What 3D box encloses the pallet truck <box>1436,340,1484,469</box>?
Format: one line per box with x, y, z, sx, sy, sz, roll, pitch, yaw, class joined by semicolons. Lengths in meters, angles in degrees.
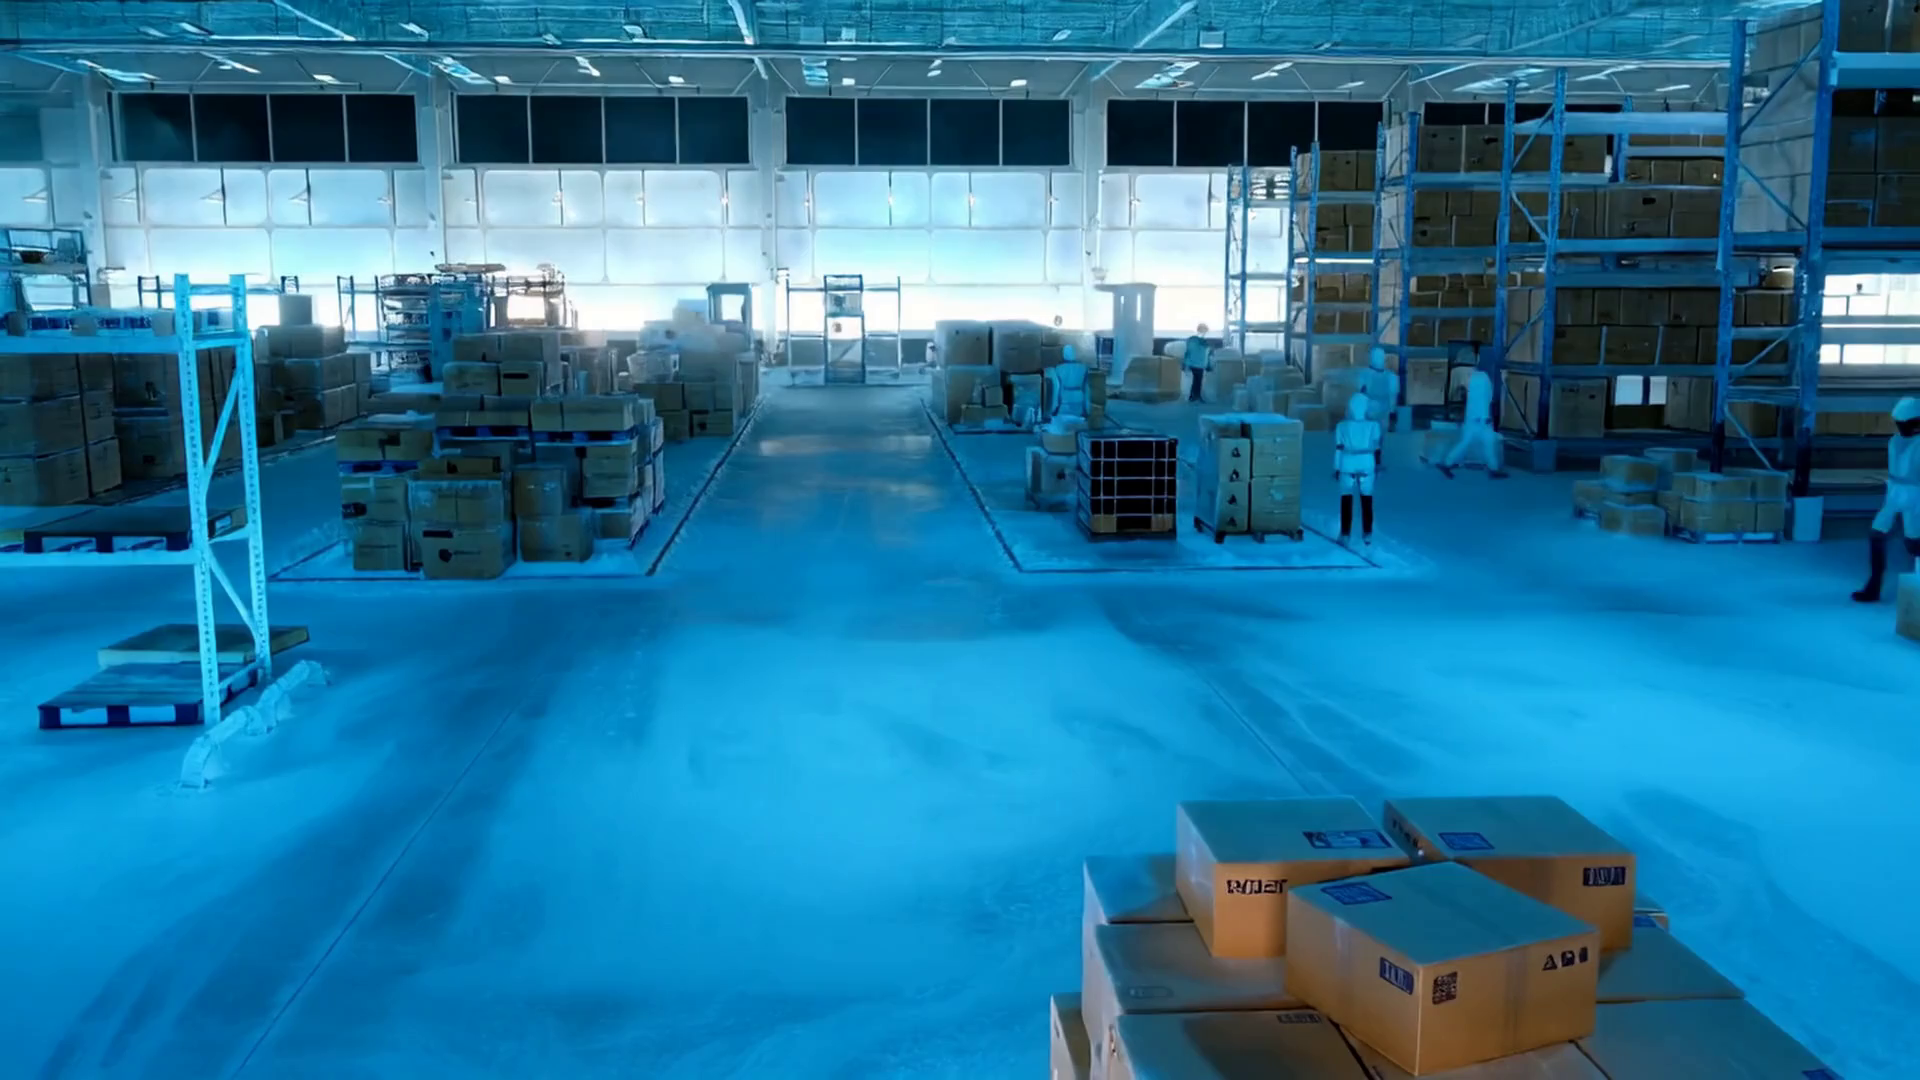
8.004;-2.170;26.422;0.823;1.965;1.885;2;9;14;pallet truck

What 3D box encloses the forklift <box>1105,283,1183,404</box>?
4.262;-4.678;39.407;1.873;2.768;1.129;8;12;40;forklift

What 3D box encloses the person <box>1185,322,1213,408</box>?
5.530;-3.997;38.030;0.616;1.946;0.966;-7;11;-36;person

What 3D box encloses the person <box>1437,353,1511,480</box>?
7.642;-1.829;24.680;1.015;1.879;0.682;4;10;26;person

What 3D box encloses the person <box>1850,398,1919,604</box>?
8.529;-0.333;15.144;0.794;1.905;0.566;-2;9;-12;person

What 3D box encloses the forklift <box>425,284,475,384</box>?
-11.460;-4.404;37.686;1.129;2.768;1.873;-5;10;-28;forklift

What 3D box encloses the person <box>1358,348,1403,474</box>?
6.411;-1.961;25.332;0.626;1.912;0.985;-1;9;-4;person

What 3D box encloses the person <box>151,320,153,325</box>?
-20.200;-4.620;42.062;0.585;1.914;0.569;3;9;16;person

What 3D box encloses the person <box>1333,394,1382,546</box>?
4.439;-0.780;18.621;0.542;1.699;0.316;-1;9;-5;person

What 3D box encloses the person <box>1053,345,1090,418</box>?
1.806;-2.228;27.091;0.658;1.898;0.561;-2;9;-15;person

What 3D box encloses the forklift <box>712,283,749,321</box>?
-5.905;-5.242;42.943;1.129;2.768;1.873;-1;9;-4;forklift
